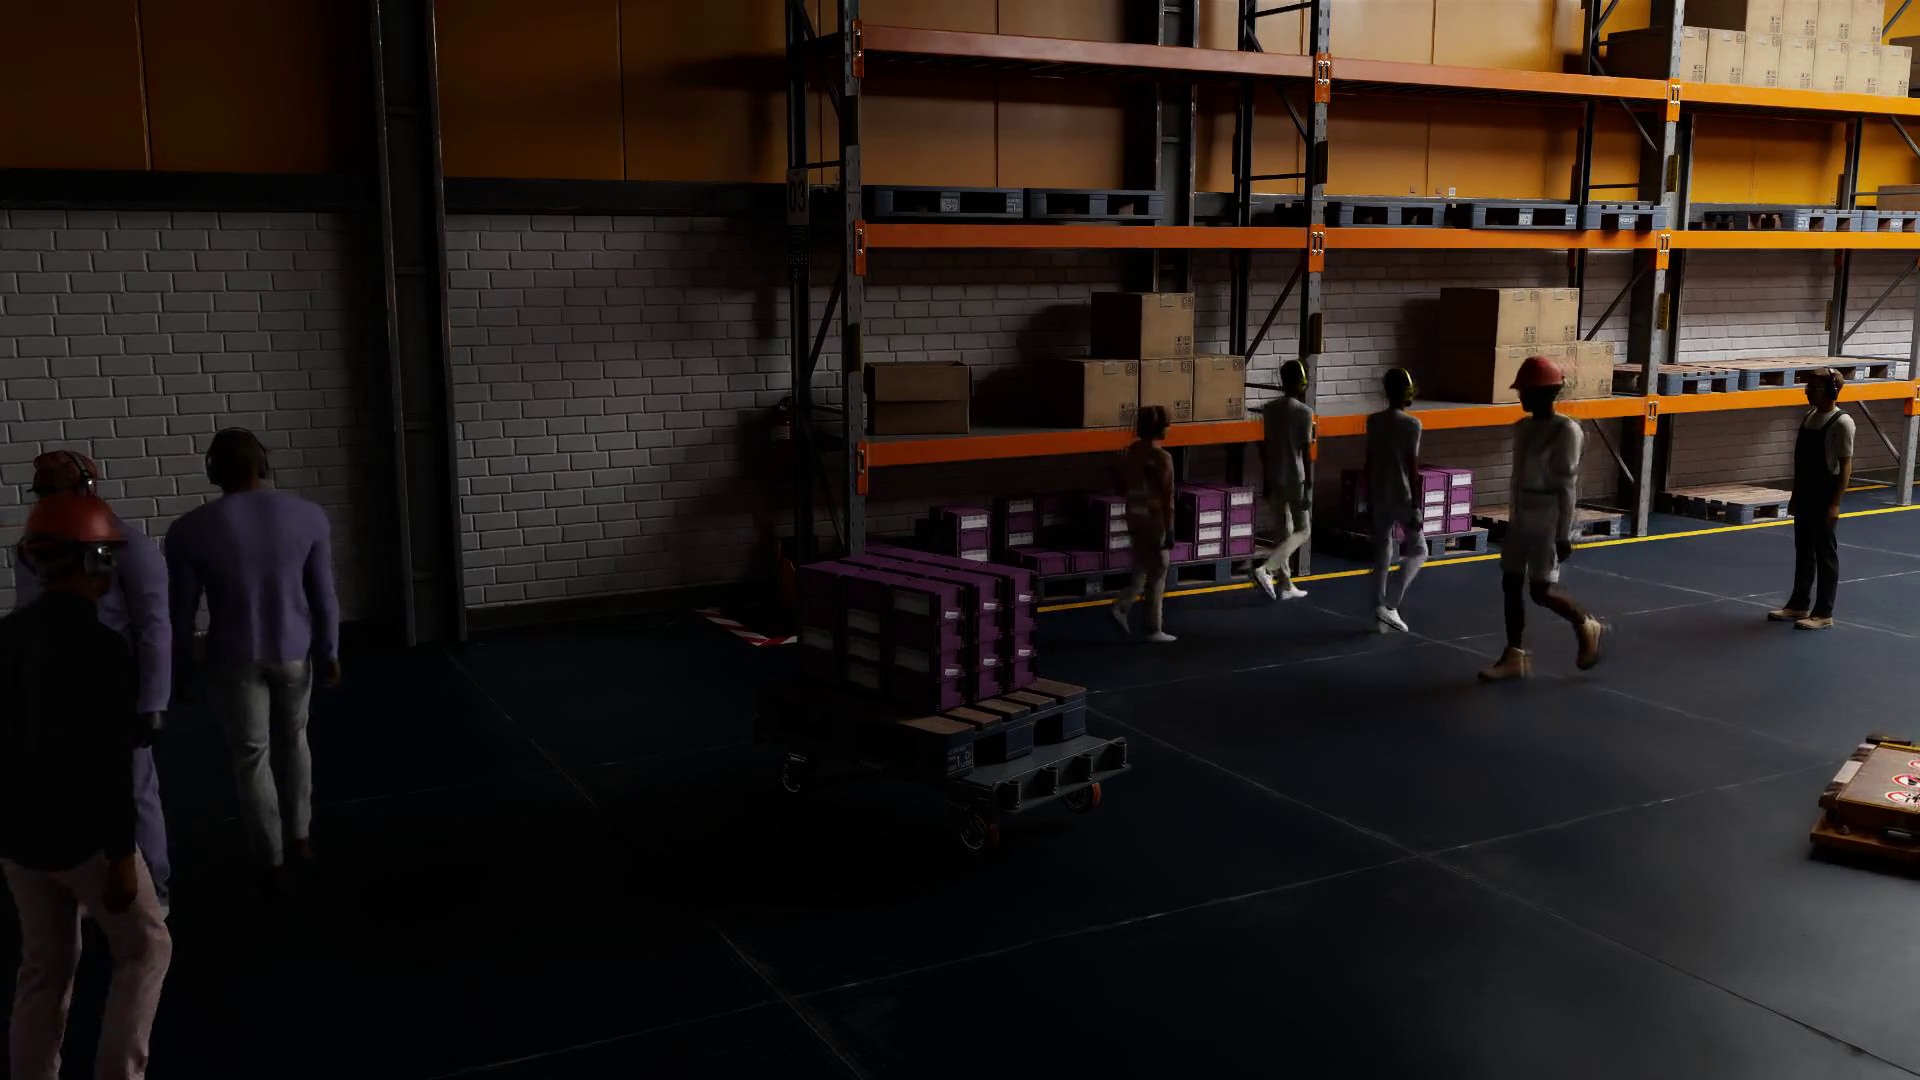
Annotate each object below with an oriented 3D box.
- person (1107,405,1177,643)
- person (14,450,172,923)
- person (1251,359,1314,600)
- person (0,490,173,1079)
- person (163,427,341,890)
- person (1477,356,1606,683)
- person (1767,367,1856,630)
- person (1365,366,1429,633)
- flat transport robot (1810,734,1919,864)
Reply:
[{"bbox_3d":[1.271,-0.096,11.189,0.393,1.624,0.532,-4,11,-24],"label":"person"},{"bbox_3d":[-3.335,0.604,6.353,0.646,1.907,0.401,2,10,14],"label":"person"},{"bbox_3d":[2.432,-0.434,12.506,0.566,1.854,0.509,-7,12,-35],"label":"person"},{"bbox_3d":[-2.578,0.844,4.827,0.633,1.958,0.600,5,11,26],"label":"person"},{"bbox_3d":[-2.989,0.481,6.988,0.662,1.925,0.619,-7,12,-34],"label":"person"},{"bbox_3d":[3.595,-0.117,10.174,0.736,2.020,0.618,-3,10,-16],"label":"person"},{"bbox_3d":[6.012,-0.291,11.679,0.345,1.847,0.504,-1,10,-8],"label":"person"},{"bbox_3d":[3.016,-0.264,11.474,0.385,1.859,0.548,-6,12,-31],"label":"person"},{"bbox_3d":[4.436,1.189,7.684,0.652,0.197,1.431,8,12,37],"label":"flat transport robot"}]
